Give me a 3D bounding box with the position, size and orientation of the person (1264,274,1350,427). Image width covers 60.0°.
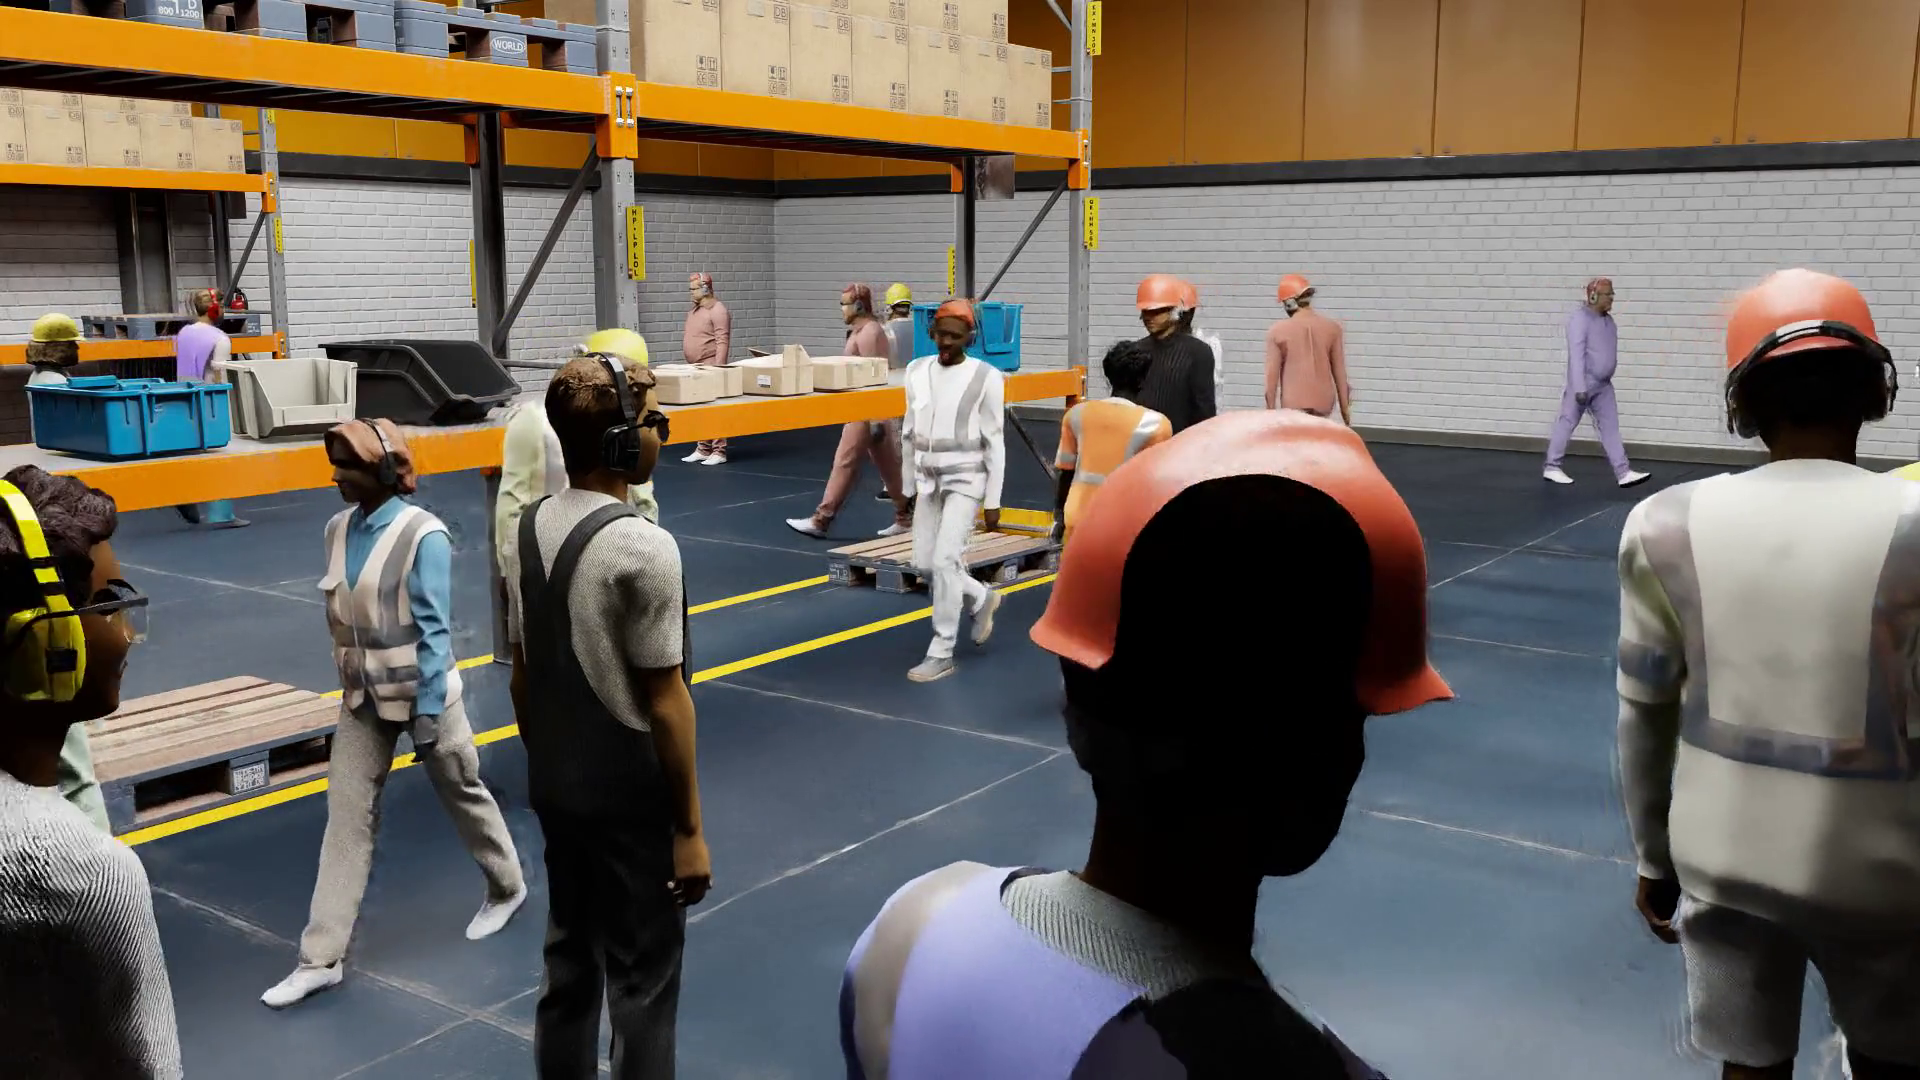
[{"bbox_3d":[2.642,-1.029,12.521,0.658,1.941,0.973,-2,10,-13],"label":"person"}]

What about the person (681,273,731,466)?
[{"bbox_3d":[-2.545,-1.693,16.545,0.406,1.901,0.639,-7,12,-37],"label":"person"}]

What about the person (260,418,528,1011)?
[{"bbox_3d":[-1.584,0.447,4.720,0.526,1.594,0.888,5,11,30],"label":"person"}]

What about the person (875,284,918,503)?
[{"bbox_3d":[-0.510,-1.228,13.969,0.603,1.830,0.404,-7,12,-35],"label":"person"}]

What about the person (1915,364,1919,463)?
[{"bbox_3d":[5.214,-0.289,9.063,0.783,1.601,0.529,6,11,33],"label":"person"}]

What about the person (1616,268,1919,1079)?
[{"bbox_3d":[1.449,0.556,2.829,0.671,2.007,0.495,9,13,42],"label":"person"}]

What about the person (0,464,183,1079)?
[{"bbox_3d":[-0.966,0.829,1.784,0.525,1.818,1.002,7,12,38],"label":"person"}]

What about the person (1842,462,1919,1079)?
[{"bbox_3d":[2.223,0.504,3.648,0.429,1.838,0.621,-5,11,-27],"label":"person"}]

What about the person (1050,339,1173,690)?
[{"bbox_3d":[0.688,-0.054,7.434,0.552,1.670,0.476,6,11,32],"label":"person"}]

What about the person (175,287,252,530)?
[{"bbox_3d":[-5.614,-0.972,12.457,0.589,1.827,0.450,7,12,35],"label":"person"}]

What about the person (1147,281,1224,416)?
[{"bbox_3d":[1.509,-0.812,11.339,0.567,1.882,0.978,1,10,7],"label":"person"}]

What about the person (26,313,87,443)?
[{"bbox_3d":[-4.842,-0.351,9.014,0.310,1.743,0.493,-9,13,-43],"label":"person"}]

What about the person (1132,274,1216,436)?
[{"bbox_3d":[1.219,-0.510,9.346,0.649,1.956,0.938,8,12,38],"label":"person"}]

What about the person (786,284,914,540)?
[{"bbox_3d":[-0.757,-0.918,12.061,0.994,1.850,0.681,0,10,-1],"label":"person"}]

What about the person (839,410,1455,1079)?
[{"bbox_3d":[0.154,0.867,1.226,0.404,1.923,0.561,-8,12,-39],"label":"person"}]

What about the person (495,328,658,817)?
[{"bbox_3d":[-1.395,0.117,6.163,0.663,1.779,0.405,-8,12,-39],"label":"person"}]

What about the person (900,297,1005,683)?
[{"bbox_3d":[-0.009,-0.257,8.118,0.591,1.854,0.652,8,12,39],"label":"person"}]

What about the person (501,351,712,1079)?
[{"bbox_3d":[-0.699,0.543,3.389,0.505,1.846,0.346,8,12,38],"label":"person"}]

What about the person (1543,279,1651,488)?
[{"bbox_3d":[5.687,-1.390,14.860,0.667,1.852,1.013,-7,12,-35],"label":"person"}]

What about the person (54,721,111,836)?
[{"bbox_3d":[-1.837,0.691,3.150,0.540,1.615,0.493,5,11,30],"label":"person"}]
